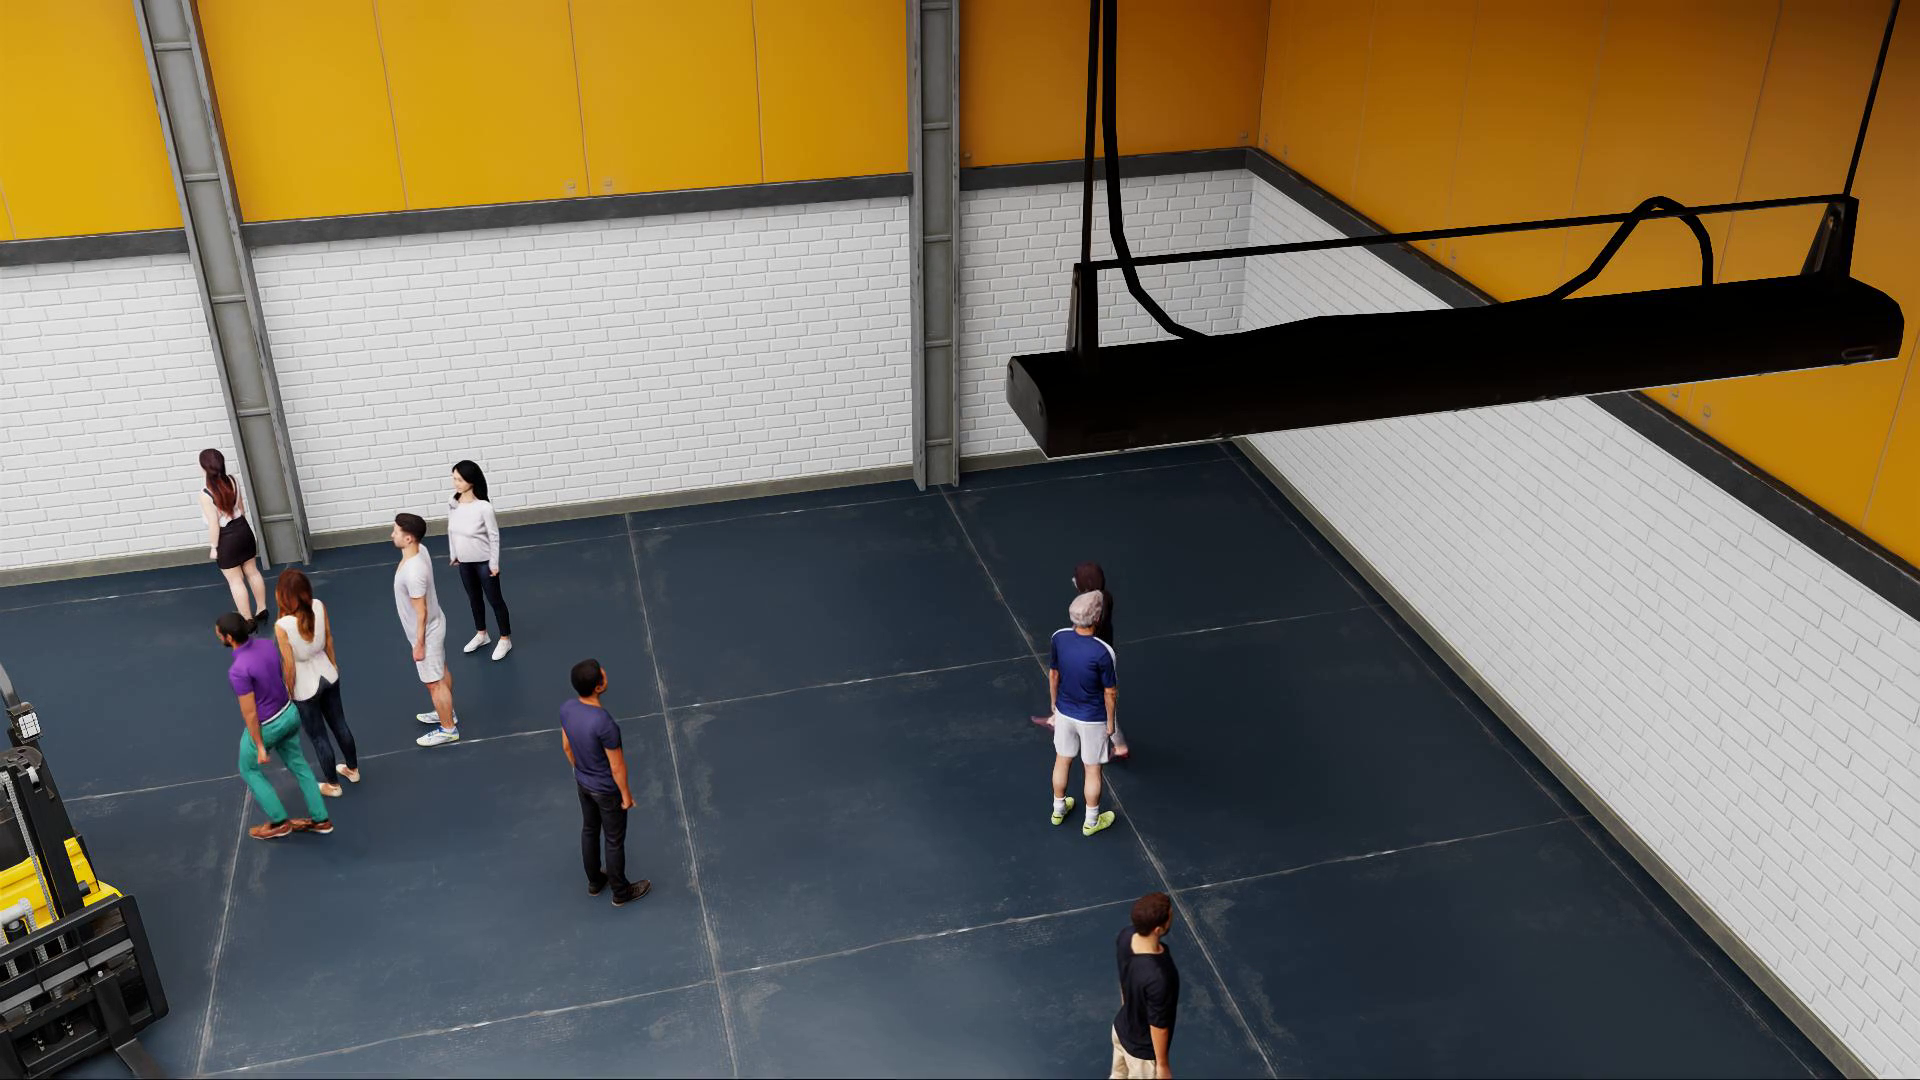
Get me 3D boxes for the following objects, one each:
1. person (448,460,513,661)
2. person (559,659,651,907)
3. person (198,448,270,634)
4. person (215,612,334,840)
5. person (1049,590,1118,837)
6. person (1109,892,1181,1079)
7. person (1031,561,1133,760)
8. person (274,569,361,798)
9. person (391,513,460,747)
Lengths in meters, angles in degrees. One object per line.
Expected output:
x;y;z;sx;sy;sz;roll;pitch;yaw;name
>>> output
-3.822;0.142;13.198;0.692;1.701;0.772;12;31;21;person
-2.294;1.537;10.545;0.708;1.793;0.753;17;33;29;person
-5.912;0.006;13.501;0.673;1.649;0.639;10;30;18;person
-4.519;1.265;11.106;0.900;1.733;0.831;7;29;12;person
0.821;1.155;11.201;0.706;1.836;0.755;17;33;28;person
0.929;2.571;8.588;0.555;1.852;0.637;-9;30;-16;person
0.974;0.912;11.933;1.133;1.561;1.017;14;31;23;person
-4.477;0.994;11.549;0.732;1.785;0.678;14;32;25;person
-3.900;0.632;12.138;0.546;1.855;0.667;-7;29;-13;person
